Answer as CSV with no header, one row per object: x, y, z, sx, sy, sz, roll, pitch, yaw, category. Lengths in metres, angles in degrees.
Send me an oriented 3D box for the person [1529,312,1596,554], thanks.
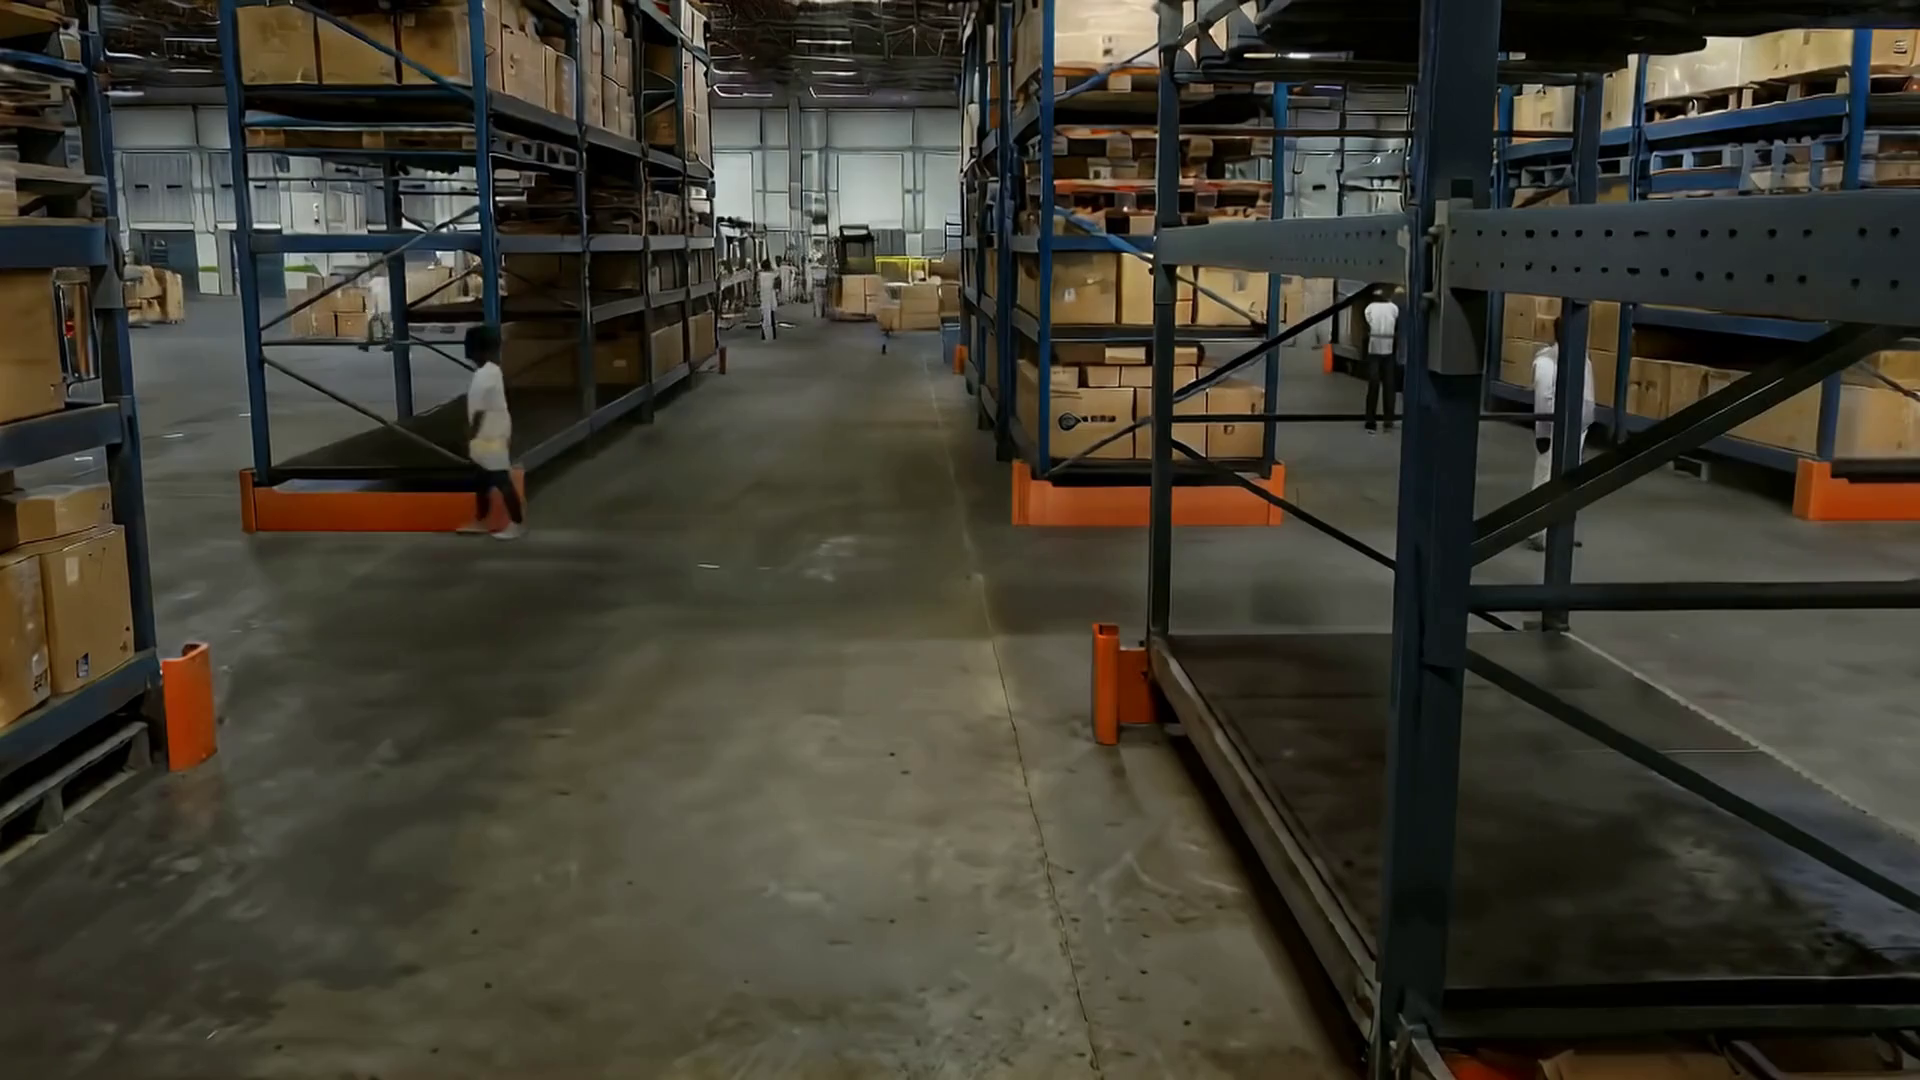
4.550,-0.813,12.543,0.619,1.845,0.430,-9,13,-40,person

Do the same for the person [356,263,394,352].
-12.429,-4.928,35.349,1.006,1.878,0.564,5,11,27,person

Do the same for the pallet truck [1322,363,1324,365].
7.712,-4.157,30.737,1.885,1.965,0.823,3,11,16,pallet truck

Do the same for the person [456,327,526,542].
-3.732,-0.815,12.970,0.675,1.675,0.566,-1,10,-8,person

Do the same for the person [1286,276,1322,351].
7.502,-4.987,35.883,0.529,1.811,1.003,-6,12,-29,person

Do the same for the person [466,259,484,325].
-13.700,-6.984,46.861,0.520,1.865,0.327,9,14,41,person

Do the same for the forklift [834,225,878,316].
-3.215,-8.152,50.535,1.129,2.768,1.873,-2,10,-12,forklift

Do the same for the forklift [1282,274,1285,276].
12.151,-10.754,65.029,1.129,2.768,1.873,0,10,-2,forklift

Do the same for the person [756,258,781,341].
-4.542,-5.708,39.468,0.607,1.966,0.367,1,10,8,person

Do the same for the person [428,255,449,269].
-16.572,-8.106,52.969,0.630,1.910,0.531,-6,12,-30,person

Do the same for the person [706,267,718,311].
-8.397,-8.670,56.336,0.621,1.838,0.429,9,13,40,person

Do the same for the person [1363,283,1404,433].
5.205,-2.267,20.427,0.390,1.920,0.587,-8,13,-39,person

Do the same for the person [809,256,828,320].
-4.220,-7.520,49.730,0.581,1.911,0.395,-4,11,-23,person
